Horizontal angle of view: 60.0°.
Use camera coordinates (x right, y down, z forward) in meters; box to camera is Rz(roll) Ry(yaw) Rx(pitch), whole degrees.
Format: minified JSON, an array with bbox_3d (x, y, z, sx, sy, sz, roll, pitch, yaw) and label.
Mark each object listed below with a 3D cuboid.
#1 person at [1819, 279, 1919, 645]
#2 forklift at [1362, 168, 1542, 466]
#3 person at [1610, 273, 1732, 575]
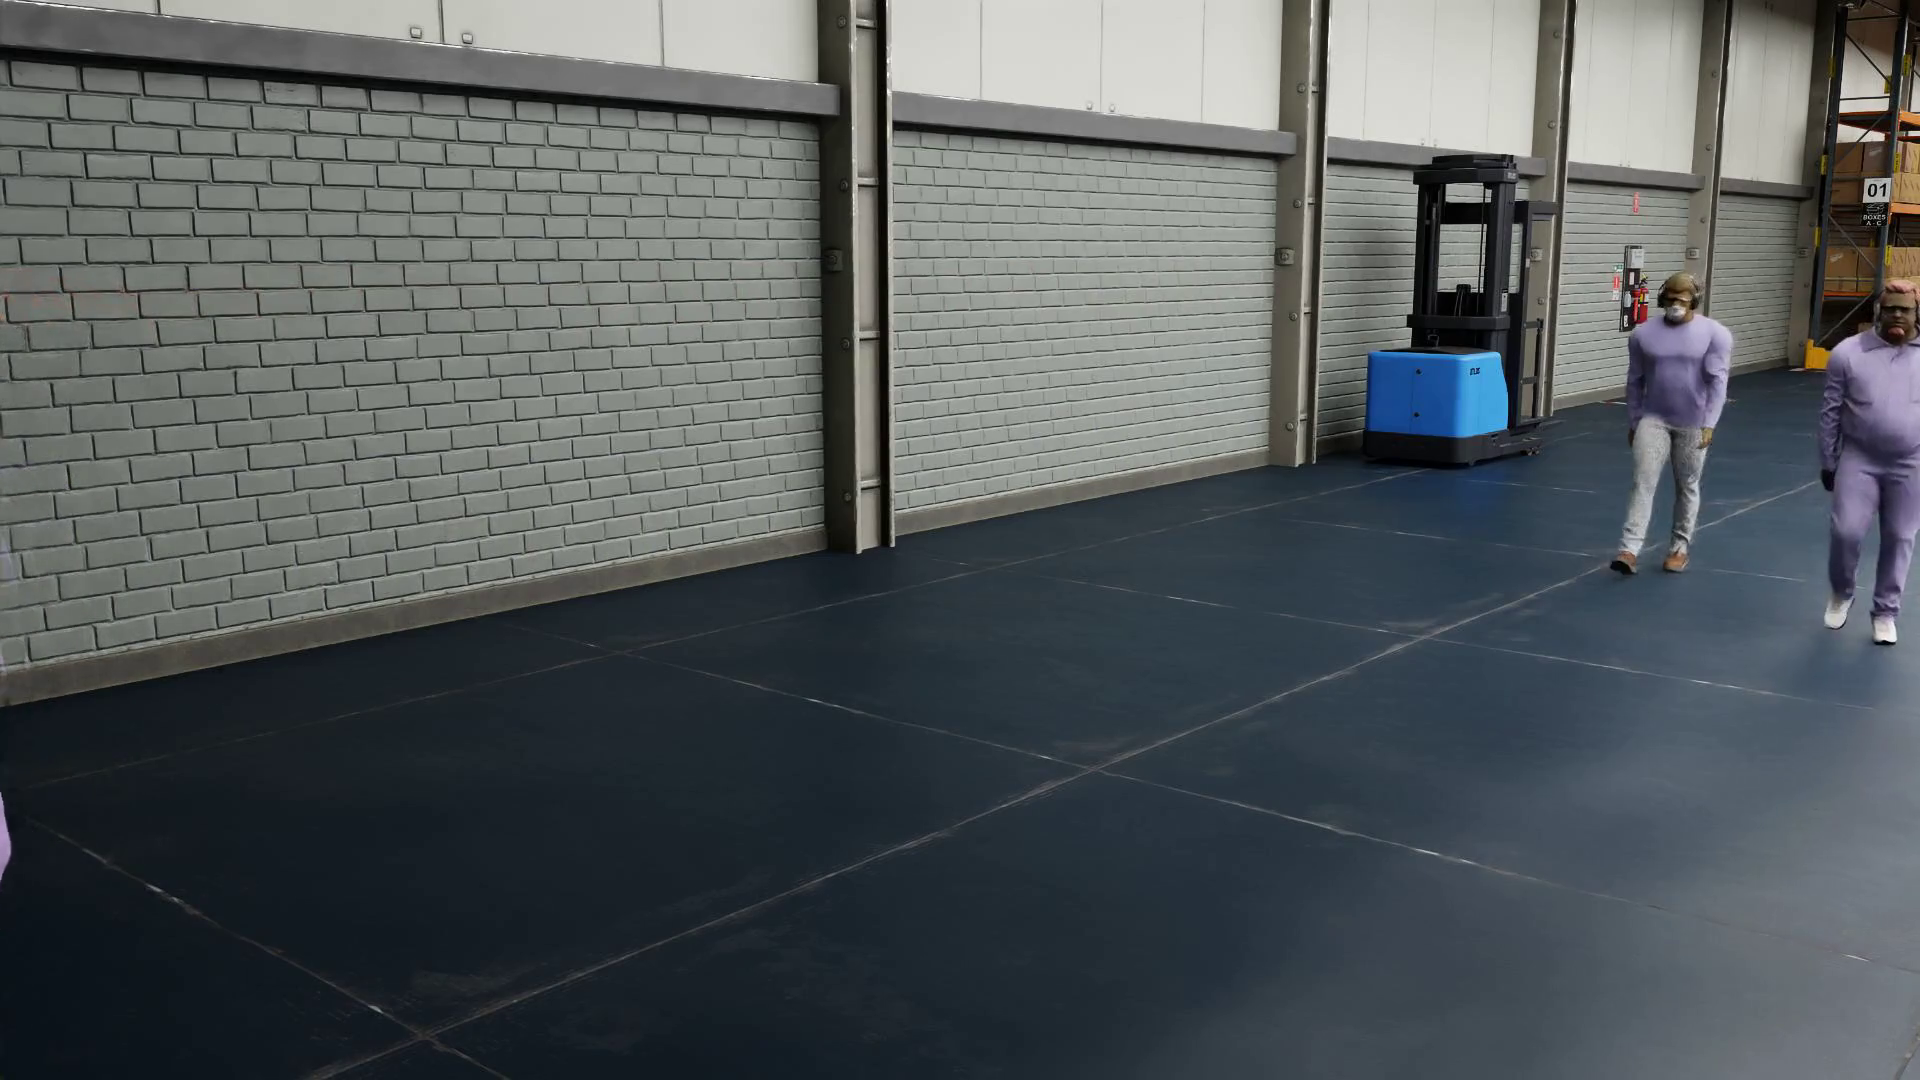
[{"bbox_3d":[4.837,-0.401,8.673,0.649,1.895,0.434,5,11,25],"label":"person"},{"bbox_3d":[4.875,-2.212,16.287,1.129,2.768,1.873,8,13,40],"label":"forklift"},{"bbox_3d":[4.411,-0.699,10.360,0.632,1.887,0.986,7,12,34],"label":"person"}]
